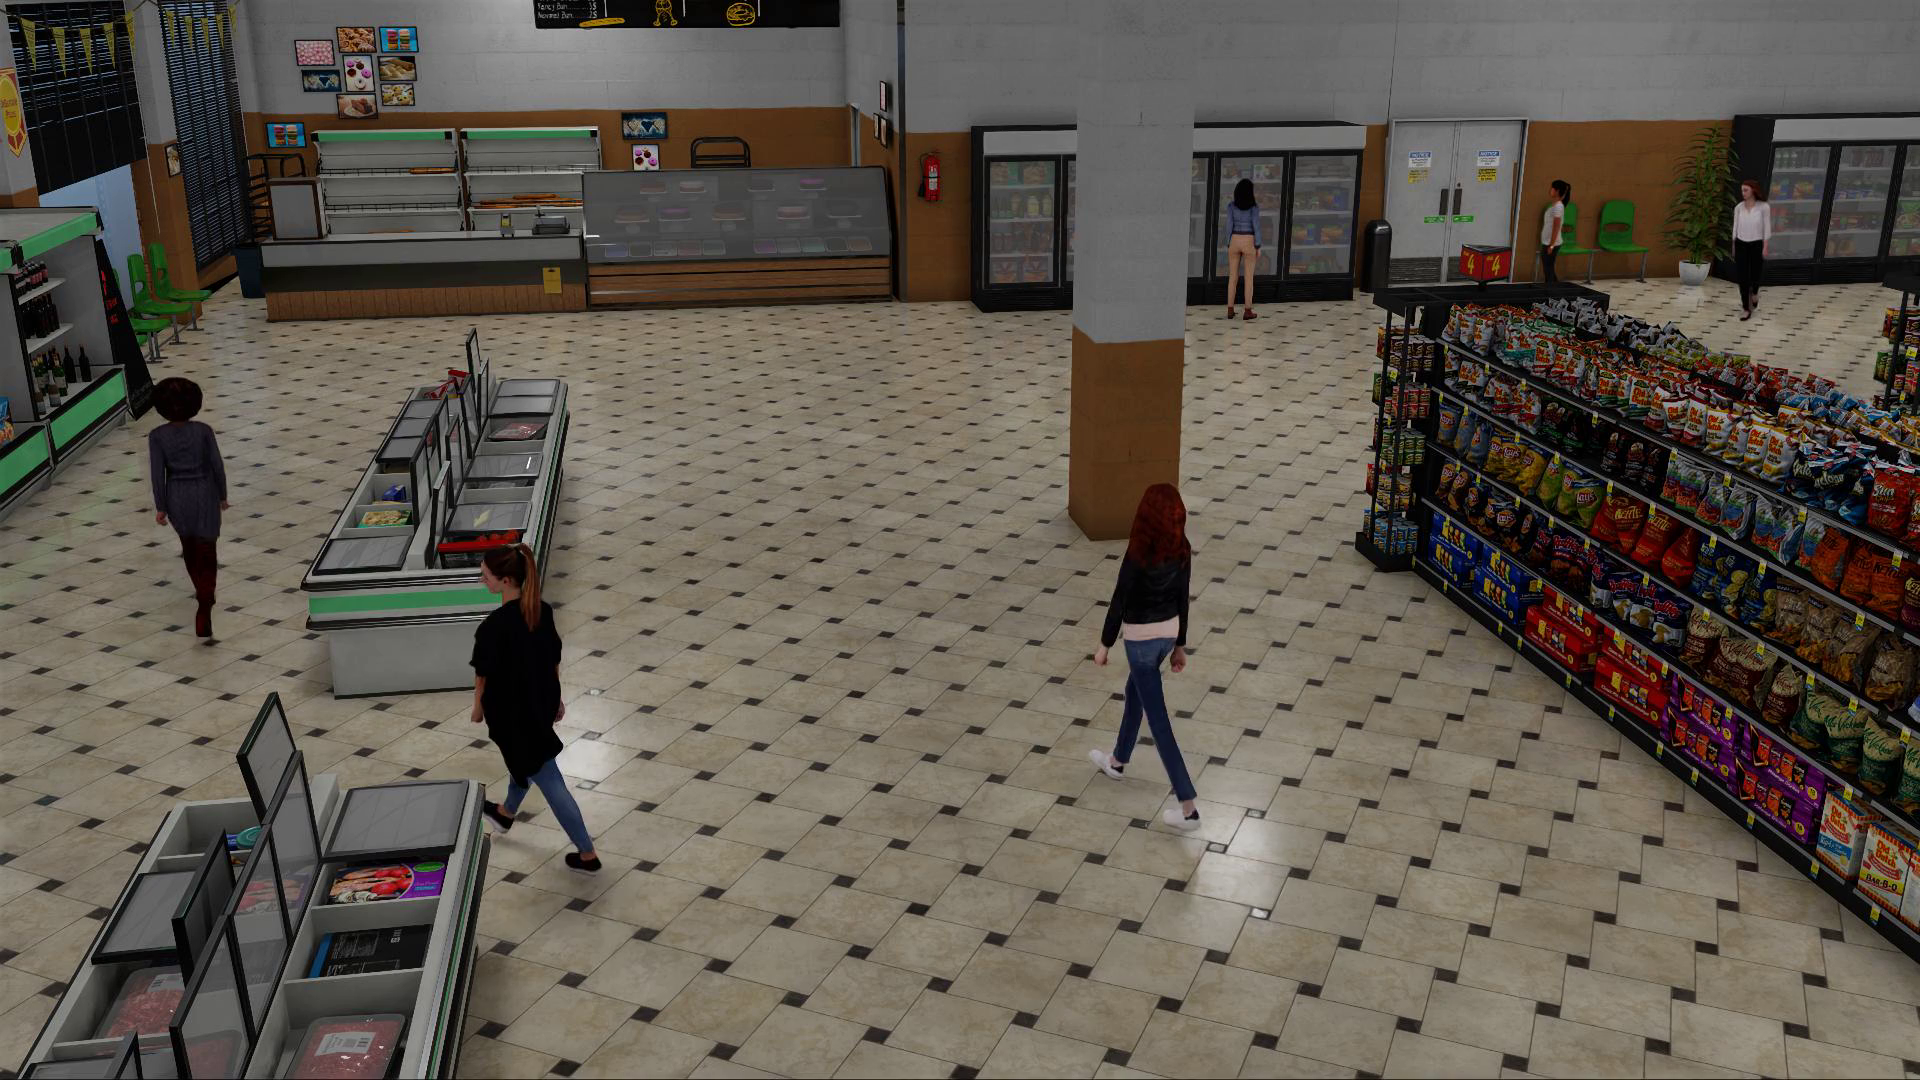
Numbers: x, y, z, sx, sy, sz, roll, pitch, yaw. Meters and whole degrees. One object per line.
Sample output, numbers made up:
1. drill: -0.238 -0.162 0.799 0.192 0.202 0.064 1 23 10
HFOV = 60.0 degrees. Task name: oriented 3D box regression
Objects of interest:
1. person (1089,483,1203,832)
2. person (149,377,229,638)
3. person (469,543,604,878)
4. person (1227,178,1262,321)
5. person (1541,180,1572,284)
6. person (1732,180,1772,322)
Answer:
1. person: 1.002 0.619 8.338 0.940 1.735 1.285 -12 22 -32
2. person: -4.972 -0.173 10.785 0.620 1.671 1.123 -4 19 -13
3. person: -1.969 0.857 7.788 1.112 1.635 1.129 11 21 29
4. person: 3.576 -3.687 21.045 0.708 1.774 0.752 9 21 26
5. person: 7.828 -3.911 21.914 0.742 1.644 0.662 5 19 15
6. person: 9.986 -3.650 21.003 0.940 1.731 0.978 13 23 34
